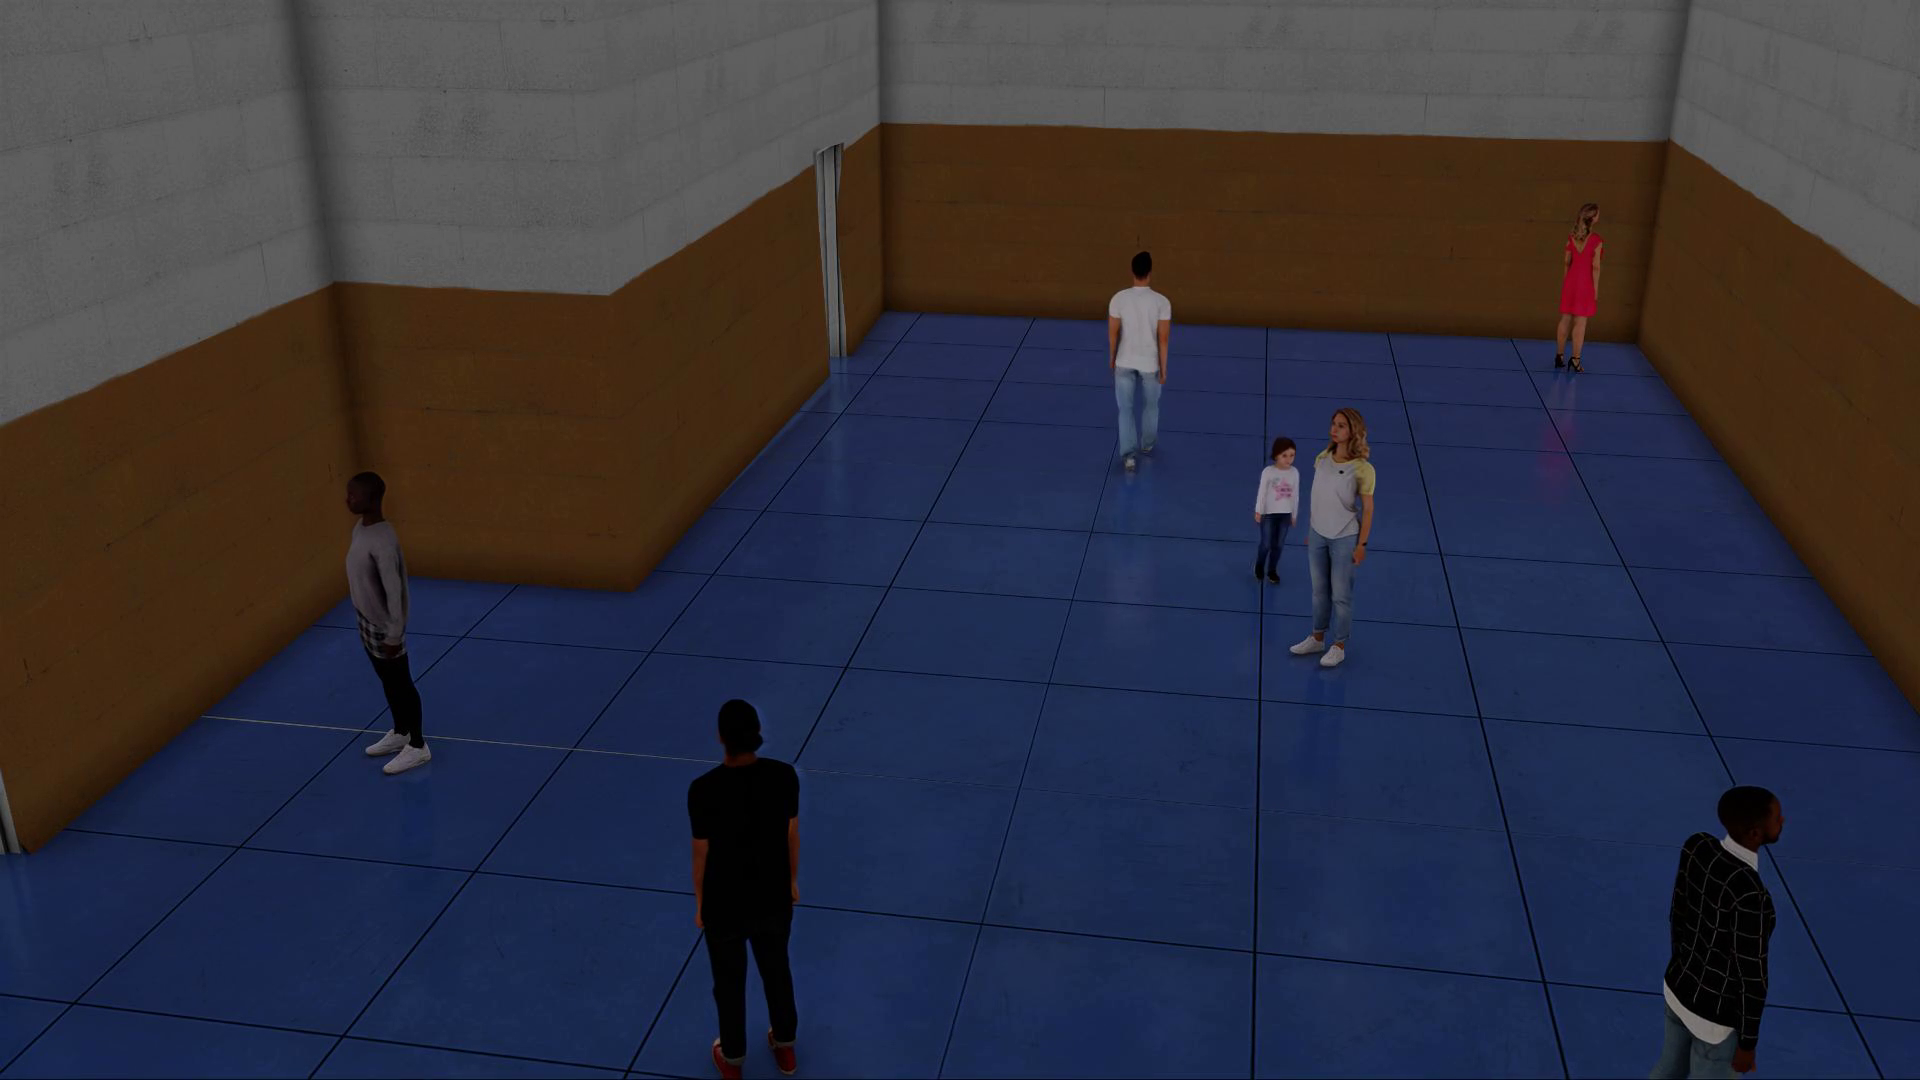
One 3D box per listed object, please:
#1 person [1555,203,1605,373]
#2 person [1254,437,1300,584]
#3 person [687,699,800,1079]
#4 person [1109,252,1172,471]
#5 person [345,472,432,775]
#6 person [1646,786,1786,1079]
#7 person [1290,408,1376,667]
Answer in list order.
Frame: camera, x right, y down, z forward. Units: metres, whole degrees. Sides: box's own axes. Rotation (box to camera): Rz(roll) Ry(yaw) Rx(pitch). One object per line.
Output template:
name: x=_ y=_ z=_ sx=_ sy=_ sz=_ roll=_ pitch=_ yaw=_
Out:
person: x=6.343 y=-2.597 z=17.049 sx=0.714 sy=1.728 sz=0.662 roll=-13 pitch=25 yaw=-29
person: x=2.260 y=-0.235 z=12.007 sx=0.480 sy=1.106 sz=0.574 roll=-3 pitch=22 yaw=-7
person: x=-0.883 y=1.468 z=6.896 sx=0.682 sy=1.756 sz=0.768 roll=-11 pitch=24 yaw=-25
person: x=1.510 y=-1.486 z=14.136 sx=0.896 sy=1.840 sz=0.739 roll=3 pitch=22 yaw=8
person: x=-3.245 y=0.454 z=9.398 sx=0.751 sy=1.772 sz=0.680 roll=-16 pitch=27 yaw=-35
person: x=2.779 y=1.715 z=6.196 sx=0.668 sy=1.821 sz=0.723 roll=-3 pitch=22 yaw=-7
person: x=2.413 y=-0.025 z=10.636 sx=0.766 sy=1.723 sz=0.697 roll=-16 pitch=27 yaw=-34
